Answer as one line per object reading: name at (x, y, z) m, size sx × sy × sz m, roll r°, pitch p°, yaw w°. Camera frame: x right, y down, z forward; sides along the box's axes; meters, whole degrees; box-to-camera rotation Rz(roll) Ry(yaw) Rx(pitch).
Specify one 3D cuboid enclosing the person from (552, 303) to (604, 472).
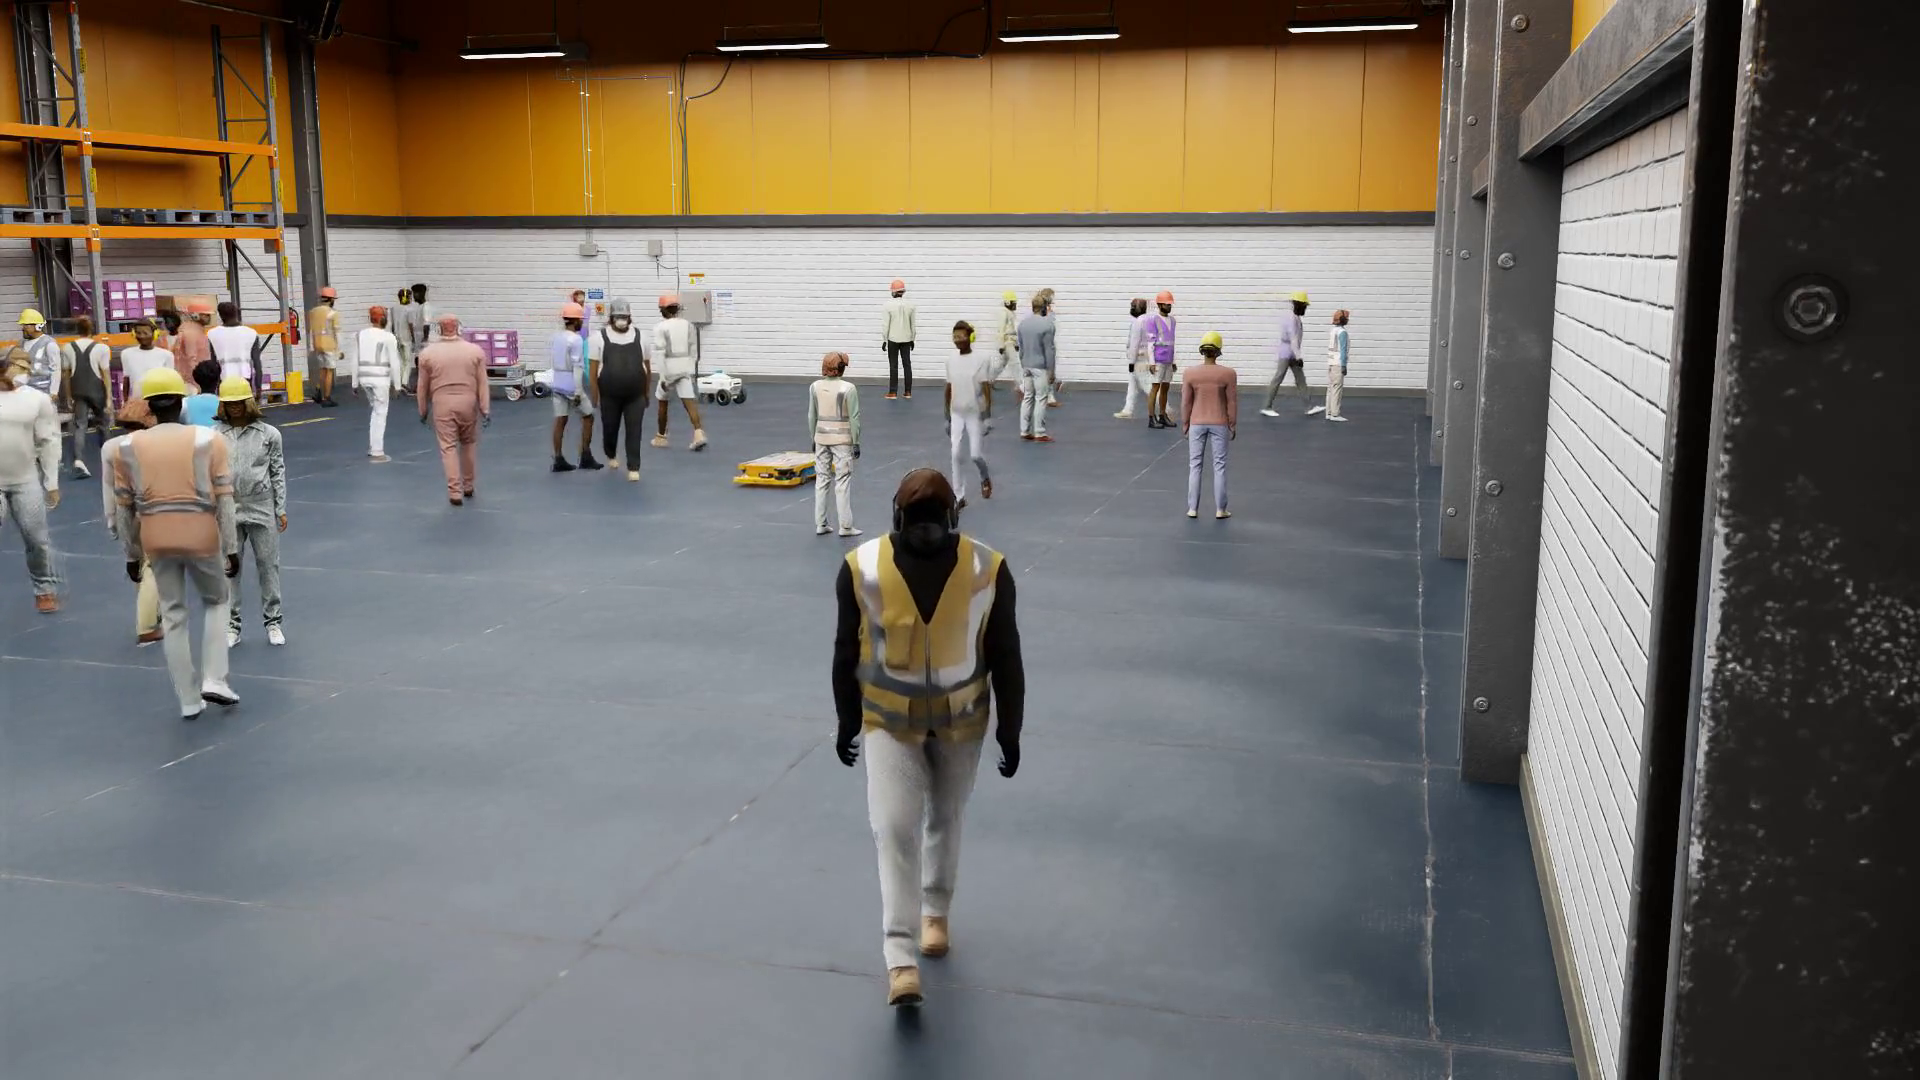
person at (-4.380, -1.736, 18.938) m, size 0.560 × 1.910 × 0.699 m, roll 8°, pitch 13°, yaw 39°

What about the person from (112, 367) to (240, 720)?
person at (-4.230, 0.023, 9.016) m, size 0.614 × 1.899 × 0.500 m, roll -2°, pitch 10°, yaw -13°

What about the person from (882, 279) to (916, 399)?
person at (-1.027, -3.363, 27.914) m, size 0.622 × 1.997 × 0.372 m, roll -5°, pitch 11°, yaw -28°

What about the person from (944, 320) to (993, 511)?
person at (0.095, -1.222, 16.215) m, size 0.528 × 1.850 × 0.629 m, roll 4°, pitch 11°, yaw 21°

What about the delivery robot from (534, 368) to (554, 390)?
delivery robot at (-6.853, -2.744, 28.228) m, size 0.707 × 0.478 × 0.477 m, roll 0°, pitch 10°, yaw 1°

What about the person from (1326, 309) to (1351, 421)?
person at (5.529, -2.553, 24.350) m, size 0.313 × 1.635 × 0.528 m, roll -1°, pitch 10°, yaw -6°

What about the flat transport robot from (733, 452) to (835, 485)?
flat transport robot at (-1.884, -0.790, 18.233) m, size 0.652 × 0.197 × 1.431 m, roll 3°, pitch 11°, yaw 18°

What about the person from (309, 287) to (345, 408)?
person at (-10.042, -3.061, 26.436) m, size 0.559 × 1.913 × 0.450 m, roll 4°, pitch 11°, yaw 21°

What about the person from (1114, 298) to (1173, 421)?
person at (2.727, -2.653, 24.463) m, size 0.926 × 1.809 × 0.637 m, roll 5°, pitch 11°, yaw 24°

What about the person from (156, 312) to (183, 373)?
person at (-10.807, -2.297, 22.848) m, size 0.545 × 1.644 × 0.890 m, roll 1°, pitch 10°, yaw 8°

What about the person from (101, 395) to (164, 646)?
person at (-5.270, -0.151, 10.890) m, size 0.491 × 1.592 × 0.801 m, roll 1°, pitch 10°, yaw 3°

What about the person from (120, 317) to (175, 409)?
person at (-8.058, -1.278, 16.517) m, size 0.570 × 1.848 × 0.685 m, roll -3°, pitch 10°, yaw -16°

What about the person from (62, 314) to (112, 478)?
person at (-9.698, -1.599, 18.480) m, size 0.526 × 1.812 × 0.917 m, roll -2°, pitch 10°, yaw -10°

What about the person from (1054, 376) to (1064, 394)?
person at (1.434, -3.192, 27.996) m, size 0.527 × 1.619 × 0.512 m, roll 1°, pitch 10°, yaw 4°

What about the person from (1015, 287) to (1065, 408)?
person at (1.280, -3.026, 26.233) m, size 0.689 × 1.921 × 0.633 m, roll 2°, pitch 10°, yaw 12°

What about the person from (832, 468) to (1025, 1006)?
person at (-0.101, 0.660, 5.693) m, size 0.658 × 1.795 × 0.931 m, roll -1°, pitch 10°, yaw -5°

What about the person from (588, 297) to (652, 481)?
person at (-3.726, -1.686, 18.295) m, size 0.693 × 2.000 × 0.796 m, roll -3°, pitch 10°, yaw -17°

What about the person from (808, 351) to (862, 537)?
person at (-1.104, -0.845, 14.670) m, size 0.522 × 1.638 × 0.311 m, roll 6°, pitch 12°, yaw 31°

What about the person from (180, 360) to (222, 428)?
person at (-5.996, -0.611, 13.307) m, size 0.535 × 1.655 × 0.860 m, roll -3°, pitch 10°, yaw -16°

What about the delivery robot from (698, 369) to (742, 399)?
delivery robot at (-3.899, -2.520, 26.950) m, size 0.707 × 0.478 × 0.477 m, roll 5°, pitch 12°, yaw 28°

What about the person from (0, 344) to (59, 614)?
person at (-6.505, -0.376, 11.301) m, size 0.695 × 1.899 × 0.524 m, roll -9°, pitch 14°, yaw -43°

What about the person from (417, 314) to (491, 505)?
person at (-5.084, -1.317, 16.671) m, size 0.679 × 1.868 × 0.905 m, roll -4°, pitch 11°, yaw -22°

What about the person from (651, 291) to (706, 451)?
person at (-3.555, -2.111, 20.859) m, size 0.603 × 2.004 × 1.053 m, roll -9°, pitch 13°, yaw -41°

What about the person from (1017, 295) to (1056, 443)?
person at (1.001, -2.216, 21.624) m, size 0.378 × 1.928 × 0.630 m, roll -9°, pitch 13°, yaw -40°

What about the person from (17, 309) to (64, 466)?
person at (-10.677, -1.752, 19.258) m, size 0.590 × 1.833 × 0.404 m, roll 4°, pitch 11°, yaw 20°

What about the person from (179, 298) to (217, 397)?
person at (-8.986, -1.883, 19.705) m, size 1.034 × 1.930 × 0.630 m, roll -1°, pitch 10°, yaw -8°

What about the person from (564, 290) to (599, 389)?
person at (-6.921, -3.611, 29.948) m, size 1.027 × 1.786 × 0.577 m, roll 10°, pitch 14°, yaw 44°

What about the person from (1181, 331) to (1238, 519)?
person at (2.339, -1.074, 15.609) m, size 0.525 × 1.769 × 0.315 m, roll 3°, pitch 10°, yaw 14°

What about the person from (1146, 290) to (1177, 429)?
person at (2.862, -2.535, 23.398) m, size 0.551 × 1.937 × 0.357 m, roll -10°, pitch 14°, yaw -43°

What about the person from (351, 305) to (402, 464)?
person at (-6.887, -1.842, 19.689) m, size 0.607 × 1.858 × 0.563 m, roll 4°, pitch 11°, yaw 20°

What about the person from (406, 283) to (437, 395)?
person at (-9.089, -3.448, 28.588) m, size 0.838 × 1.935 × 0.623 m, roll -6°, pitch 12°, yaw -31°

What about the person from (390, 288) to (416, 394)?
person at (-9.691, -3.451, 28.885) m, size 0.601 × 1.839 × 0.697 m, roll 4°, pitch 11°, yaw 23°

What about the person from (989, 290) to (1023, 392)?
person at (0.803, -3.457, 29.040) m, size 0.901 × 1.797 × 0.602 m, roll 3°, pitch 10°, yaw 14°

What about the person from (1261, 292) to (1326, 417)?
person at (4.999, -2.769, 24.911) m, size 0.956 × 1.865 × 0.632 m, roll 4°, pitch 11°, yaw 22°

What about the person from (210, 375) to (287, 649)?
person at (-4.545, -0.175, 10.585) m, size 0.494 × 1.743 × 0.309 m, roll -4°, pitch 11°, yaw -20°

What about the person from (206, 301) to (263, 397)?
person at (-8.756, -1.933, 20.114) m, size 0.613 × 1.892 × 0.439 m, roll -5°, pitch 11°, yaw -28°
